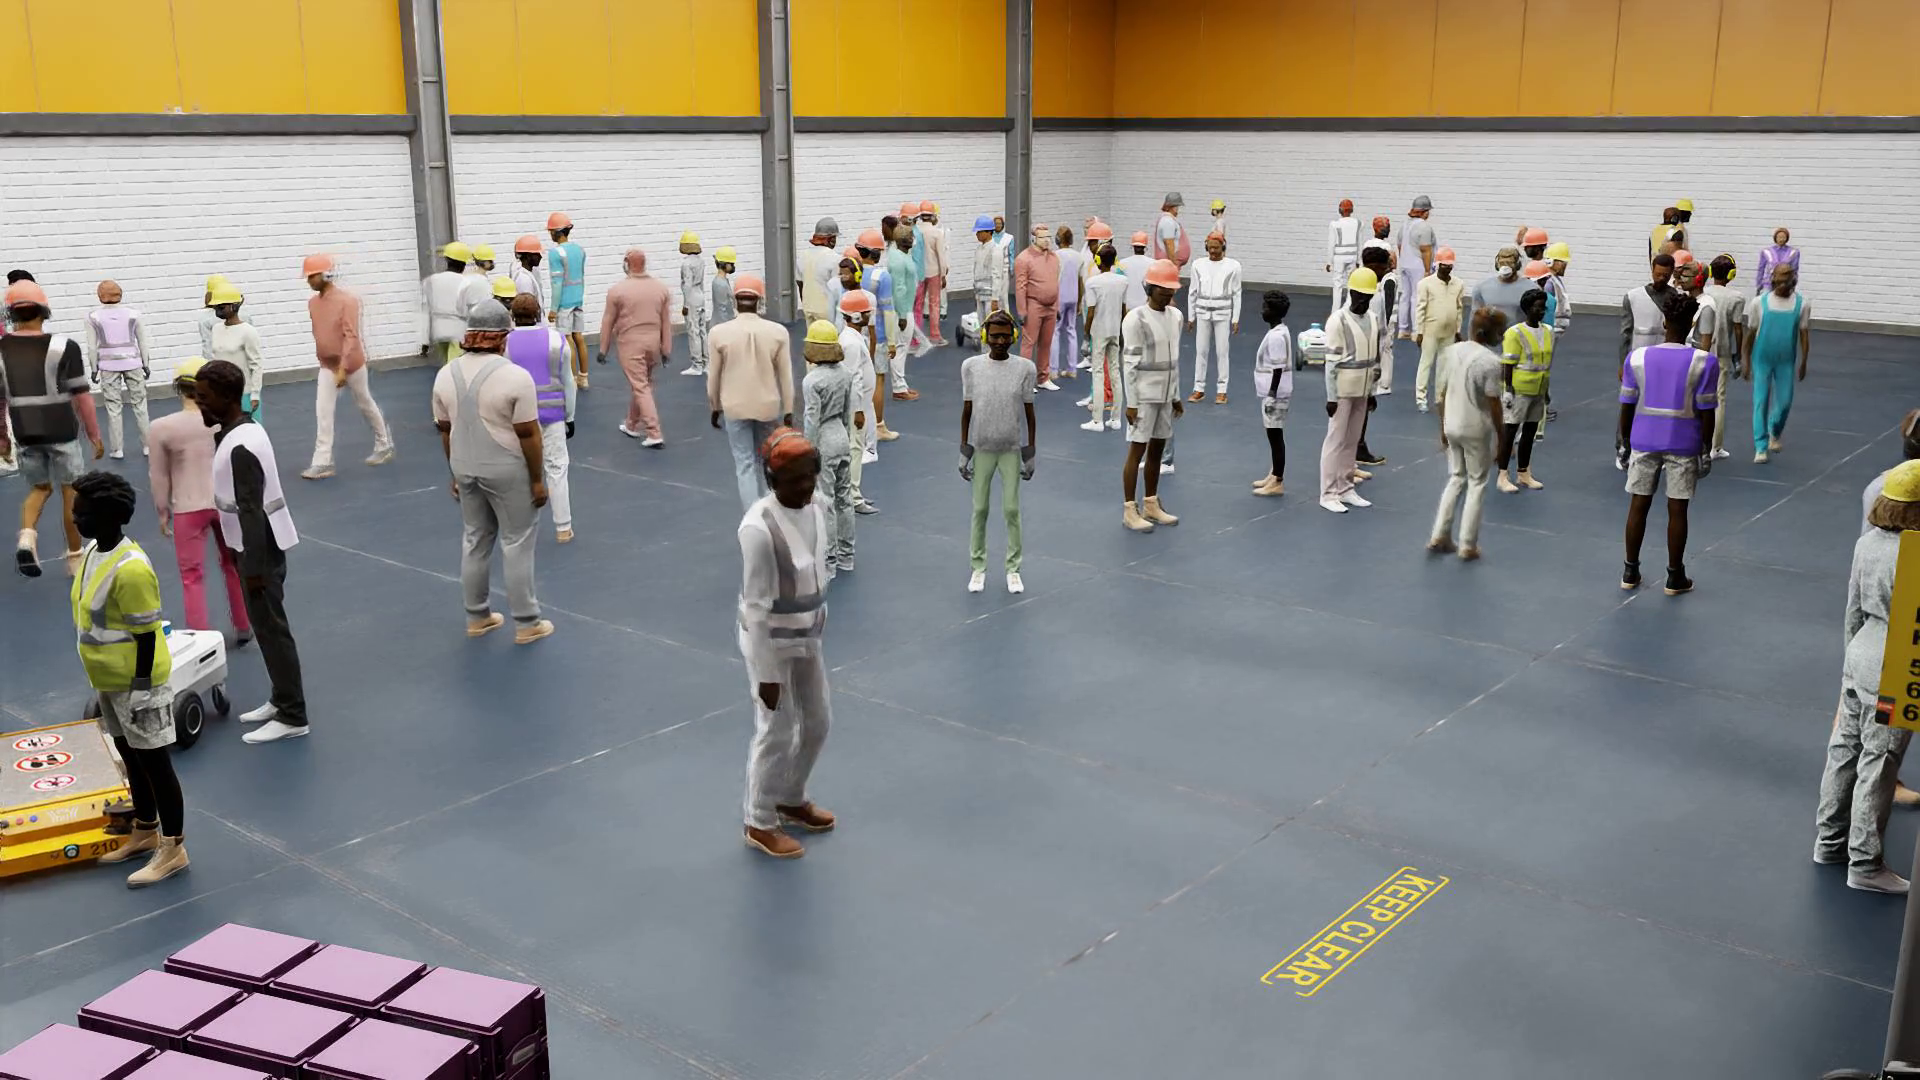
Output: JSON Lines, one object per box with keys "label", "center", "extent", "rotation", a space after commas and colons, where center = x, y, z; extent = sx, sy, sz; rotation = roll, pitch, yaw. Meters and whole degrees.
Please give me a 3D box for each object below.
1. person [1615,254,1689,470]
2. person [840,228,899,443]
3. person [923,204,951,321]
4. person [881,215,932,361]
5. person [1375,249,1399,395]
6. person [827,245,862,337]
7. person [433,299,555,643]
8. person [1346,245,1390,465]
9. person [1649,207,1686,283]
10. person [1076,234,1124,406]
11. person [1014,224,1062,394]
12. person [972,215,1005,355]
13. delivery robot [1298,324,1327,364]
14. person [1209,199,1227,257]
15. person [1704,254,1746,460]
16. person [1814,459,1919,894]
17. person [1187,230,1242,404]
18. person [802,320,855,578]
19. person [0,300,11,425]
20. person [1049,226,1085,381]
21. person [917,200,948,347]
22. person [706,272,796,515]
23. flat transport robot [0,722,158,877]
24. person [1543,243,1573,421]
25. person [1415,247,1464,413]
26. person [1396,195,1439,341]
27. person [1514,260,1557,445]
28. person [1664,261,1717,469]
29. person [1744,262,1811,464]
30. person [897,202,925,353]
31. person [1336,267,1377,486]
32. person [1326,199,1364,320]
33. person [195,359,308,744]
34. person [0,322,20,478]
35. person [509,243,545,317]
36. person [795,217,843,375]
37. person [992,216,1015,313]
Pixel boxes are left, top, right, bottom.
{"label": "person", "center": [6.120, -1.576, 14.734], "extent": [0.589, 1.913, 0.399], "rotation": [0, 14, 1]}
{"label": "person", "center": [-0.855, -1.960, 16.000], "extent": [0.615, 2.043, 0.373], "rotation": [10, 17, 35]}
{"label": "person", "center": [-0.429, -4.318, 25.869], "extent": [0.590, 1.823, 0.403], "rotation": [7, 16, 27]}
{"label": "person", "center": [-0.761, -3.268, 21.556], "extent": [0.801, 1.889, 0.613], "rotation": [-4, 15, -15]}
{"label": "person", "center": [4.800, -2.464, 18.833], "extent": [0.309, 1.641, 0.514], "rotation": [1, 14, 5]}
{"label": "person", "center": [-1.134, -2.271, 17.829], "extent": [0.560, 1.753, 0.328], "rotation": [4, 15, 15]}
{"label": "person", "center": [-2.710, -0.418, 9.844], "extent": [0.687, 2.000, 0.535], "rotation": [6, 15, 24]}
{"label": "person", "center": [3.655, -1.664, 14.972], "extent": [0.361, 1.964, 0.614], "rotation": [-2, 14, -7]}
{"label": "person", "center": [10.306, -3.922, 24.252], "extent": [0.429, 1.844, 0.627], "rotation": [-4, 15, -17]}
{"label": "person", "center": [1.536, -2.357, 17.848], "extent": [0.392, 1.917, 0.591], "rotation": [-8, 16, -28]}
{"label": "person", "center": [0.919, -2.635, 18.974], "extent": [0.655, 1.906, 0.407], "rotation": [-12, 18, -40]}
{"label": "person", "center": [0.331, -2.962, 20.214], "extent": [0.417, 1.940, 0.607], "rotation": [-6, 15, -23]}
{"label": "delivery robot", "center": [4.444, -2.468, 20.858], "extent": [0.477, 0.478, 0.707], "rotation": [1, 14, 4]}
{"label": "person", "center": [4.365, -4.888, 28.264], "extent": [0.325, 1.767, 0.533], "rotation": [2, 14, 9]}
{"label": "person", "center": [6.870, -1.668, 15.188], "extent": [0.534, 1.869, 0.311], "rotation": [11, 18, 38]}
{"label": "person", "center": [3.708, 0.535, 6.639], "extent": [0.296, 1.744, 0.484], "rotation": [0, 14, -1]}
{"label": "person", "center": [2.775, -2.435, 18.215], "extent": [0.583, 1.885, 0.338], "rotation": [6, 15, 23]}
{"label": "person", "center": [-0.908, -0.611, 11.221], "extent": [0.294, 1.744, 0.486], "rotation": [8, 16, 29]}
{"label": "person", "center": [-9.566, -1.813, 16.255], "extent": [0.520, 1.631, 0.316], "rotation": [-7, 16, -26]}
{"label": "person", "center": [1.242, -2.826, 19.896], "extent": [0.518, 1.834, 0.347], "rotation": [-7, 16, -26]}
{"label": "person", "center": [-0.441, -3.666, 22.911], "extent": [0.612, 1.997, 0.375], "rotation": [9, 16, 31]}
{"label": "person", "center": [-1.539, -0.957, 12.154], "extent": [0.610, 1.967, 0.503], "rotation": [-5, 15, -21]}
{"label": "flat transport robot", "center": [-4.038, 1.095, 7.386], "extent": [0.652, 0.197, 1.431], "rotation": [-9, 17, -33]}
{"label": "person", "center": [6.101, -2.153, 17.214], "extent": [0.404, 1.823, 0.602], "rotation": [6, 15, 23]}
{"label": "person", "center": [5.098, -2.231, 17.671], "extent": [0.572, 1.750, 0.329], "rotation": [-5, 15, -18]}
{"label": "person", "center": [6.508, -3.846, 23.543], "extent": [0.536, 2.000, 0.672], "rotation": [-4, 15, -17]}
{"label": "person", "center": [5.453, -1.786, 15.893], "extent": [0.342, 1.748, 0.573], "rotation": [11, 18, 38]}
{"label": "person", "center": [6.449, -1.531, 14.682], "extent": [0.388, 1.847, 0.564], "rotation": [1, 14, 4]}
{"label": "person", "center": [7.397, -1.620, 15.097], "extent": [0.517, 1.820, 0.593], "rotation": [5, 15, 20]}
{"label": "person", "center": [-0.652, -3.501, 22.255], "extent": [0.379, 1.996, 0.611], "rotation": [-1, 14, -2]}
{"label": "person", "center": [3.363, -1.393, 14.136], "extent": [0.332, 1.844, 0.518], "rotation": [8, 16, 30]}
{"label": "person", "center": [5.953, -4.324, 25.776], "extent": [0.575, 1.882, 0.355], "rotation": [-3, 14, -12]}
{"label": "person", "center": [-3.495, 0.050, 8.257], "extent": [0.399, 1.909, 0.590], "rotation": [-7, 15, -25]}
{"label": "person", "center": [-8.435, -1.408, 14.418], "extent": [0.352, 1.738, 0.573], "rotation": [-10, 17, -34]}
{"label": "person", "center": [-5.279, -2.838, 20.320], "extent": [0.511, 1.644, 0.308], "rotation": [8, 16, 30]}
{"label": "person", "center": [-1.428, -2.498, 18.155], "extent": [0.688, 2.000, 0.536], "rotation": [14, 19, 43]}
{"label": "person", "center": [0.575, -4.136, 25.504], "extent": [0.522, 1.645, 0.306], "rotation": [2, 14, 8]}
